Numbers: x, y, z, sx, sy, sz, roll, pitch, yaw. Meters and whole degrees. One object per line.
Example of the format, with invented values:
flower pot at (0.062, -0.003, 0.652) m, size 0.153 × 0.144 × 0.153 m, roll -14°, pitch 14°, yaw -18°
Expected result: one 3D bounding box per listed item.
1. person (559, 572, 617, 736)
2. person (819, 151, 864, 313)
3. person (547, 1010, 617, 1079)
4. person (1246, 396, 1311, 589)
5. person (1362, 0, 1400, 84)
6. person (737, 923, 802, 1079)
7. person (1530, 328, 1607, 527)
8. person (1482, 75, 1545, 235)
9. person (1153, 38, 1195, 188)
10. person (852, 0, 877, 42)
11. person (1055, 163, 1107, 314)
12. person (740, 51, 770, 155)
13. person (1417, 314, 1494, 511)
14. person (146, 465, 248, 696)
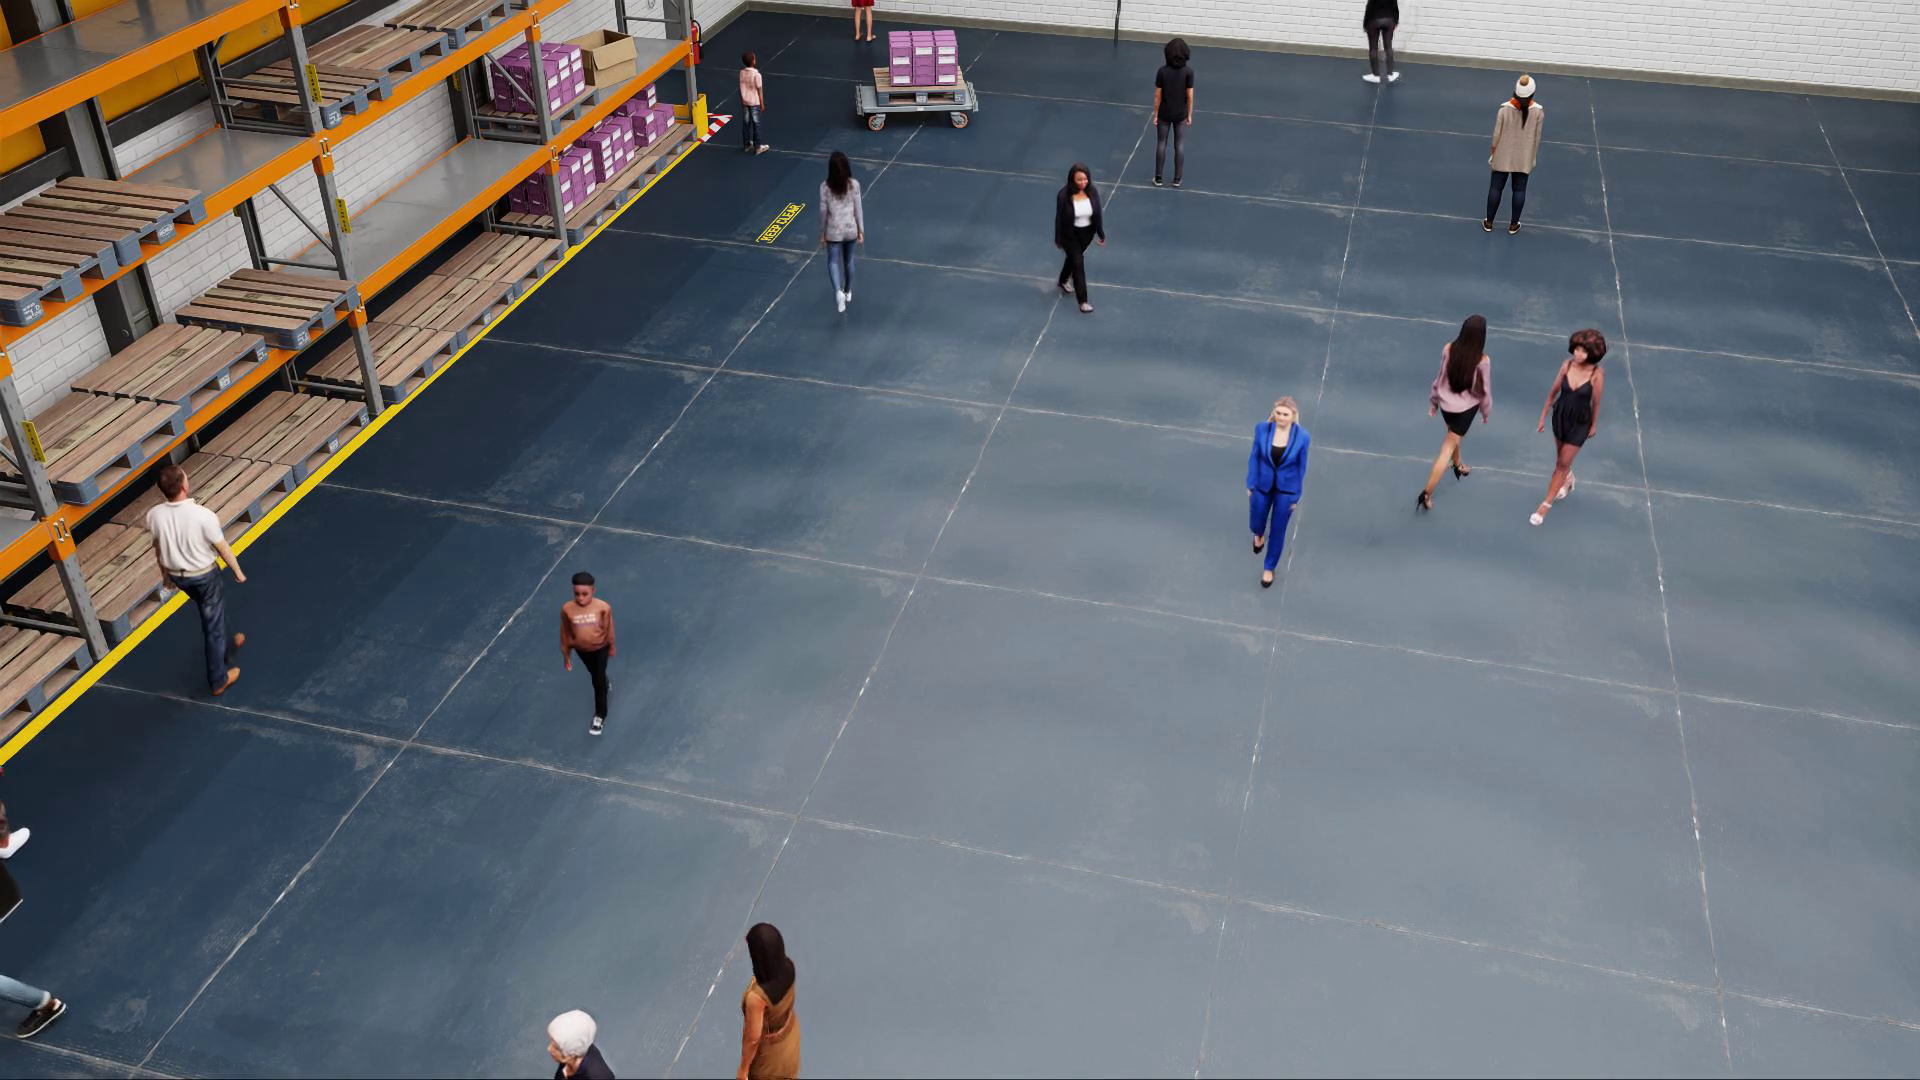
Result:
person at (-2.672, 0.739, 12.083) m, size 0.679 × 1.215 × 0.957 m, roll 0°, pitch 34°, yaw 0°
person at (-1.253, -3.226, 17.601) m, size 0.891 × 1.710 × 1.103 m, roll -5°, pitch 34°, yaw -8°
person at (-1.770, 3.014, 8.378) m, size 0.804 × 1.781 × 0.839 m, roll -19°, pitch 38°, yaw -26°
person at (2.564, -0.446, 13.437) m, size 0.621 × 1.688 × 0.767 m, roll 11°, pitch 35°, yaw 16°
person at (6.108, -7.407, 23.945) m, size 0.892 × 1.650 × 0.870 m, roll -3°, pitch 34°, yaw -4°
person at (-0.987, 2.675, 8.745) m, size 0.650 × 1.686 × 0.431 m, roll 6°, pitch 34°, yaw 9°
person at (5.261, -1.012, 14.243) m, size 0.922 × 1.738 × 1.178 m, roll 27°, pitch 42°, yaw 34°
person at (6.442, -4.505, 19.364) m, size 0.688 × 1.888 × 0.669 m, roll 11°, pitch 35°, yaw 15°
person at (2.633, -5.289, 20.596) m, size 0.662 × 1.828 × 0.576 m, roll 3°, pitch 34°, yaw 4°
person at (-1.498, -8.528, 25.721) m, size 0.533 × 1.550 × 0.593 m, roll 8°, pitch 34°, yaw 11°
person at (1.216, -3.288, 17.814) m, size 1.100 × 1.576 × 1.169 m, roll -16°, pitch 37°, yaw -23°
person at (-2.730, -5.725, 21.727) m, size 0.555 × 1.304 × 0.546 m, roll 19°, pitch 38°, yaw 26°
person at (4.218, -1.037, 14.267) m, size 1.005 × 1.755 × 1.203 m, roll 29°, pitch 43°, yaw 36°
person at (-5.608, 0.338, 12.127) m, size 0.740 × 1.833 × 0.939 m, roll 4°, pitch 34°, yaw 6°
